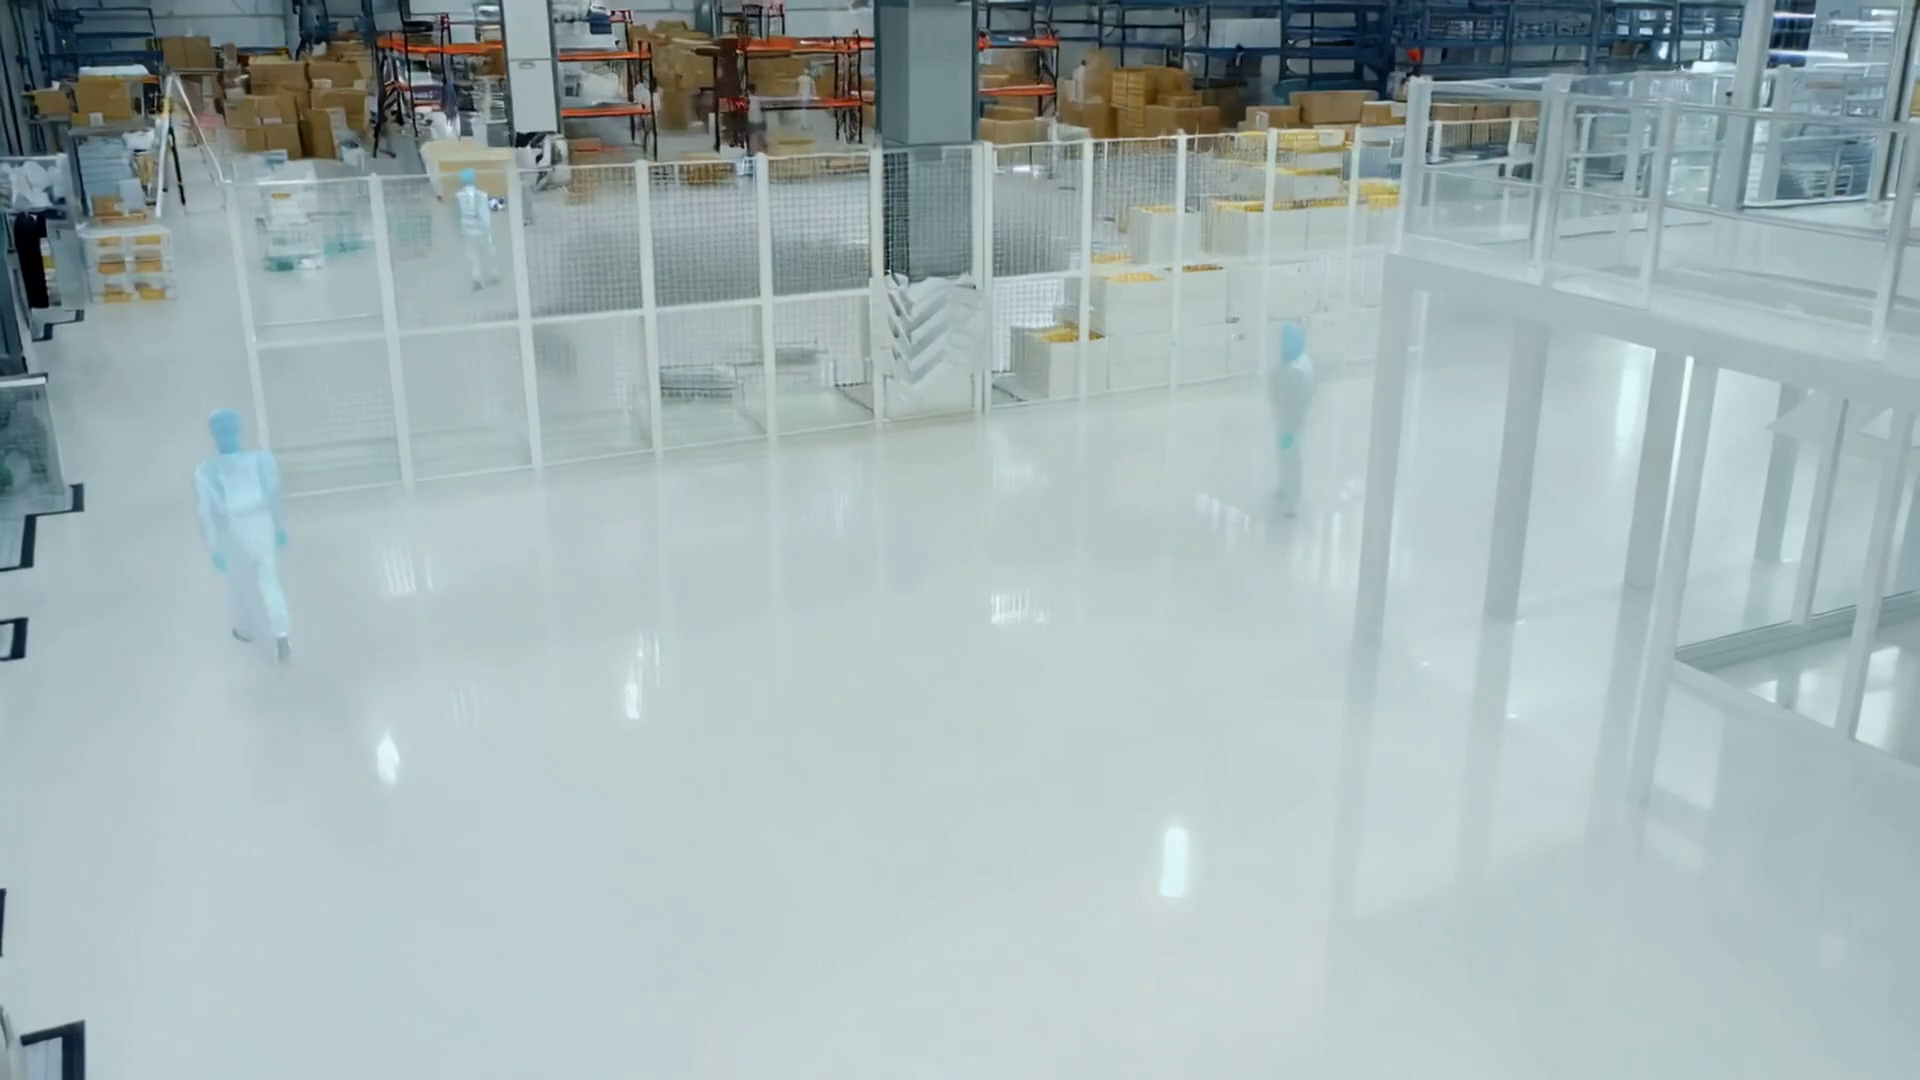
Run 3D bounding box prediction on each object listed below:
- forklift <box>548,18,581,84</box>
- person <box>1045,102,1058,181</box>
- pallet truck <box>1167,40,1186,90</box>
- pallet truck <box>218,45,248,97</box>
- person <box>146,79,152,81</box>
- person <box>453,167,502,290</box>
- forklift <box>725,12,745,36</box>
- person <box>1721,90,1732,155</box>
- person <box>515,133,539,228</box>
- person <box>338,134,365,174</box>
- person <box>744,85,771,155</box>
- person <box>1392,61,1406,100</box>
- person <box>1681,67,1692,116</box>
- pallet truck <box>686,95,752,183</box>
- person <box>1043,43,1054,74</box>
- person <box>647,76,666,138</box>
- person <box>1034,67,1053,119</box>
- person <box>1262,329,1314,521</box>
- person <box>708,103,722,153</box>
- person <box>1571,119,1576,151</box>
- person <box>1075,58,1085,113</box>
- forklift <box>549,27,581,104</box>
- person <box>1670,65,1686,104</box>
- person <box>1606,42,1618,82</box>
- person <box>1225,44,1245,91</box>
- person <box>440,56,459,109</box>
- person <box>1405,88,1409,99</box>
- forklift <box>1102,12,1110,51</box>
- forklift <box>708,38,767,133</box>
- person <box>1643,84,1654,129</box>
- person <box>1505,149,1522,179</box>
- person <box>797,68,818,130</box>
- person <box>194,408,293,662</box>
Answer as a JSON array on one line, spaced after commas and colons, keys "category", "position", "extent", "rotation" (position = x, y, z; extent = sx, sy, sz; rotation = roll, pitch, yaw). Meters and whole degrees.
[{"category": "forklift", "position": [-17.512, -21.086, 71.793], "extent": [1.873, 2.768, 1.129], "rotation": [-9, 21, -25]}, {"category": "person", "position": [2.190, -9.590, 40.020], "extent": [0.328, 1.861, 0.503], "rotation": [-1, 19, -3]}, {"category": "pallet truck", "position": [9.045, -19.971, 69.895], "extent": [0.823, 1.965, 1.885], "rotation": [-3, 19, -8]}, {"category": "pallet truck", "position": [-28.879, -18.665, 66.111], "extent": [0.823, 1.965, 1.885], "rotation": [-3, 19, -9]}, {"category": "person", "position": [-25.010, -13.436, 51.509], "extent": [0.514, 1.634, 0.313], "rotation": [10, 21, 27]}, {"category": "person", "position": [-7.686, -4.966, 26.497], "extent": [0.643, 1.924, 0.741], "rotation": [2, 19, 6]}, {"category": "forklift", "position": [-10.835, -24.077, 80.465], "extent": [1.129, 2.768, 1.873], "rotation": [-9, 21, -25]}, {"category": "person", "position": [19.359, -10.348, 42.004], "extent": [0.375, 1.995, 0.611], "rotation": [11, 22, 30]}, {"category": "person", "position": [-8.546, -7.091, 32.827], "extent": [0.436, 1.829, 0.634], "rotation": [1, 19, 2]}, {"category": "person", "position": [-12.422, -7.410, 33.930], "extent": [0.597, 1.701, 0.480], "rotation": [-11, 22, -29]}, {"category": "person", "position": [-5.635, -11.436, 45.362], "extent": [0.975, 1.858, 0.619], "rotation": [-1, 19, -2]}, {"category": "person", "position": [14.583, -14.896, 55.237], "extent": [0.371, 1.960, 0.609], "rotation": [-7, 20, -19]}, {"category": "person", "position": [24.795, -15.266, 56.763], "extent": [0.543, 1.665, 0.703], "rotation": [5, 20, 15]}, {"category": "pallet truck", "position": [-5.836, -9.608, 39.856], "extent": [0.823, 1.965, 1.885], "rotation": [10, 22, 27]}, {"category": "person", "position": [4.030, -21.935, 76.181], "extent": [0.527, 1.613, 0.726], "rotation": [9, 21, 25]}, {"category": "person", "position": [-9.139, -13.034, 50.046], "extent": [0.535, 1.827, 0.655], "rotation": [-8, 21, -23]}, {"category": "person", "position": [2.746, -14.340, 53.812], "extent": [1.081, 1.842, 0.618], "rotation": [17, 26, 41]}, {"category": "person", "position": [3.041, -1.088, 15.472], "extent": [0.431, 1.809, 0.698], "rotation": [-1, 19, -1]}, {"category": "person", "position": [-6.151, -10.132, 41.822], "extent": [0.322, 1.699, 0.536], "rotation": [-8, 21, -23]}, {"category": "person", "position": [13.894, -9.268, 38.804], "extent": [0.693, 2.000, 0.978], "rotation": [-7, 20, -20]}, {"category": "person", "position": [4.241, -15.963, 58.467], "extent": [0.333, 1.873, 0.520], "rotation": [14, 24, 36]}, {"category": "forklift", "position": [-15.298, -17.688, 61.945], "extent": [1.873, 2.768, 1.129], "rotation": [-9, 21, -25]}, {"category": "person", "position": [23.992, -14.960, 55.630], "extent": [0.429, 1.818, 0.617], "rotation": [-11, 22, -28]}, {"category": "person", "position": [29.200, -21.441, 74.350], "extent": [0.951, 1.860, 0.678], "rotation": [12, 22, 31]}, {"category": "person", "position": [11.444, -19.552, 68.880], "extent": [1.015, 1.860, 0.620], "rotation": [-7, 20, -18]}, {"category": "person", "position": [-18.458, -16.531, 60.113], "extent": [0.546, 1.889, 1.022], "rotation": [1, 19, 4]}, {"category": "person", "position": [11.667, -10.798, 43.389], "extent": [0.545, 1.942, 0.350], "rotation": [-3, 19, -8]}, {"category": "forklift", "position": [7.310, -24.161, 80.707], "extent": [1.129, 2.768, 1.873], "rotation": [-9, 21, -25]}, {"category": "forklift", "position": [-7.045, -14.048, 51.394], "extent": [1.873, 2.768, 1.129], "rotation": [-9, 21, -25]}, {"category": "person", "position": [19.891, -12.416, 48.385], "extent": [0.527, 1.744, 0.746], "rotation": [-1, 19, -4]}, {"category": "person", "position": [9.642, -5.988, 29.515], "extent": [0.945, 1.894, 0.555], "rotation": [13, 23, 33]}, {"category": "person", "position": [-4.766, -13.974, 52.655], "extent": [0.658, 1.894, 0.990], "rotation": [9, 21, 24]}, {"category": "person", "position": [-5.266, -0.038, 12.277], "extent": [0.589, 1.895, 0.885], "rotation": [-12, 22, -31]}]
